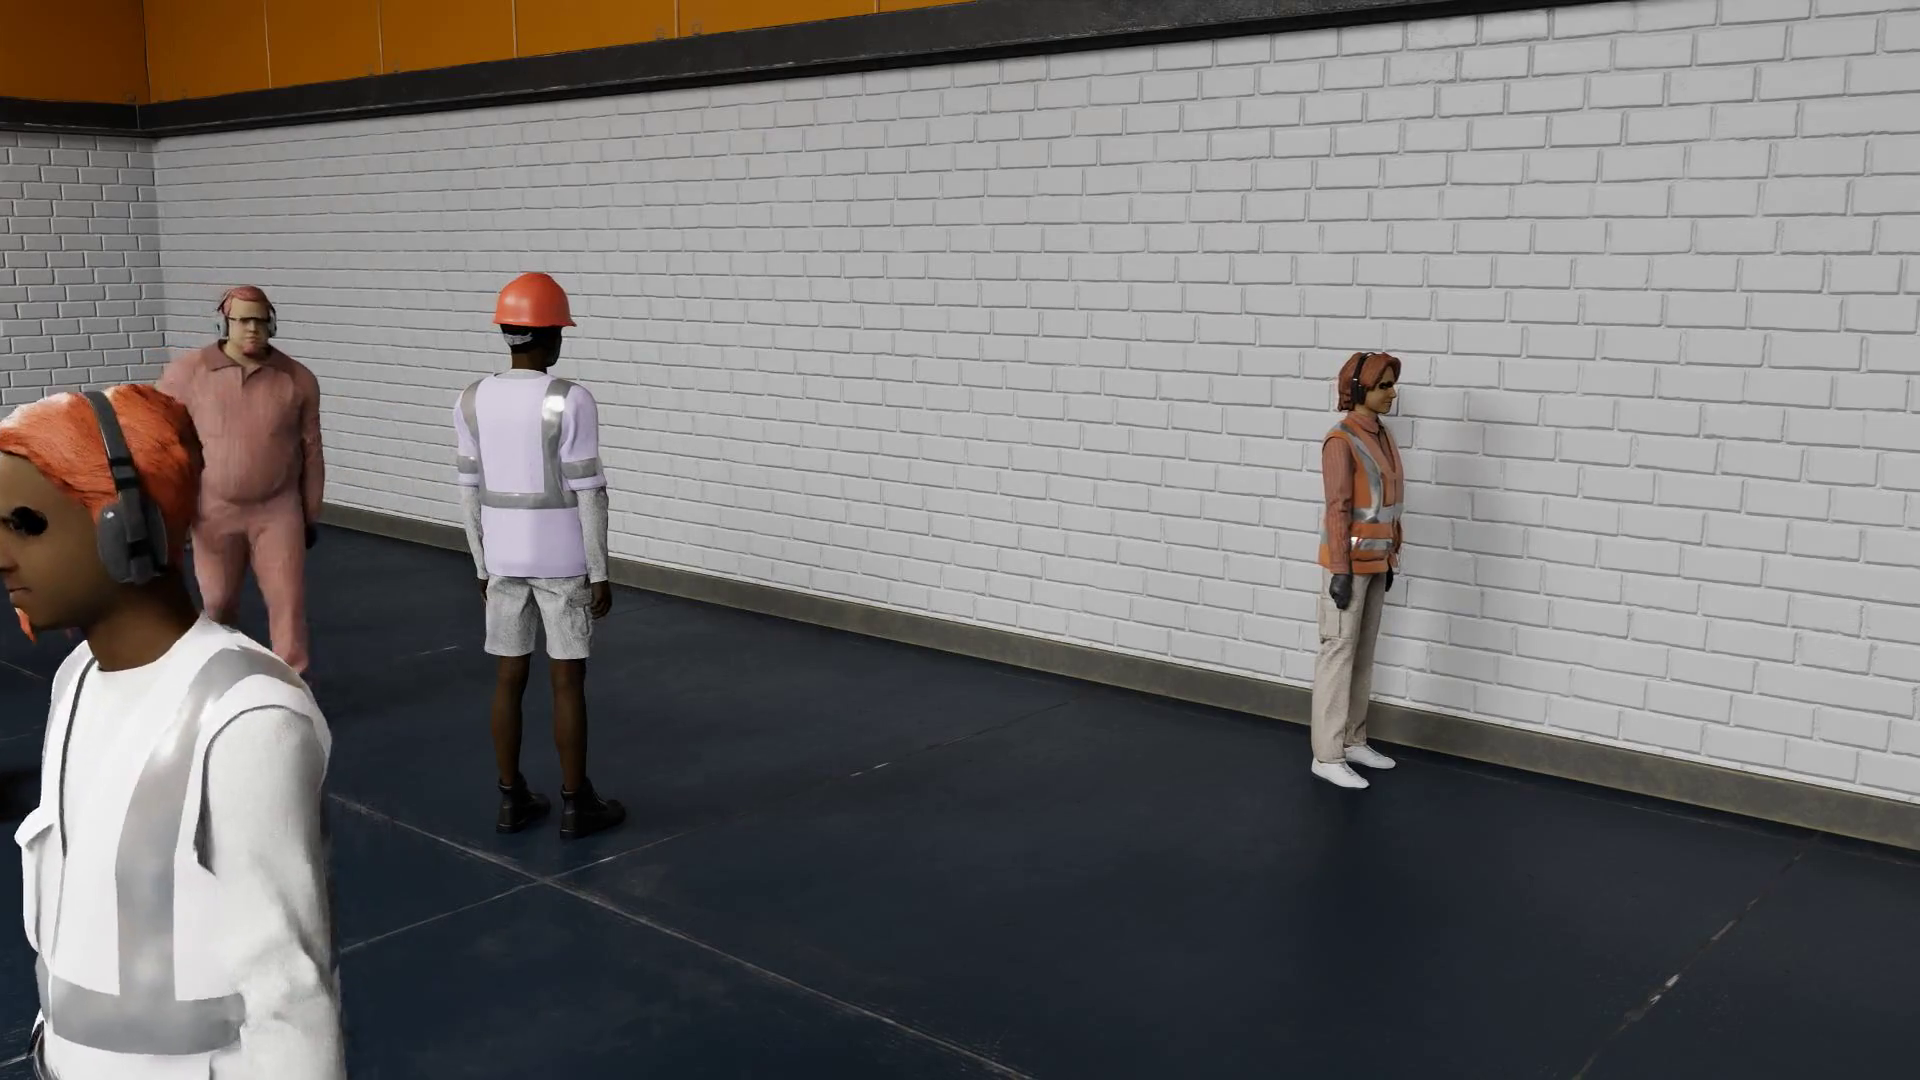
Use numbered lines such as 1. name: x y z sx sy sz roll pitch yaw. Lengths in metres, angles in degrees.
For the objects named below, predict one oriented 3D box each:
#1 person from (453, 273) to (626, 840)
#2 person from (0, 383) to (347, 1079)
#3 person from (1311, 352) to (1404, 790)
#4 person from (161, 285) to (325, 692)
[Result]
1. person: -1.434 0.065 5.703 0.545 1.938 0.361 3 10 17
2. person: -0.969 0.745 2.027 0.604 1.864 0.422 10 14 44
3. person: 1.512 0.106 6.316 0.306 1.639 0.523 7 12 33
4. person: -3.050 -0.152 7.125 0.645 1.874 0.910 -5 11 -25
